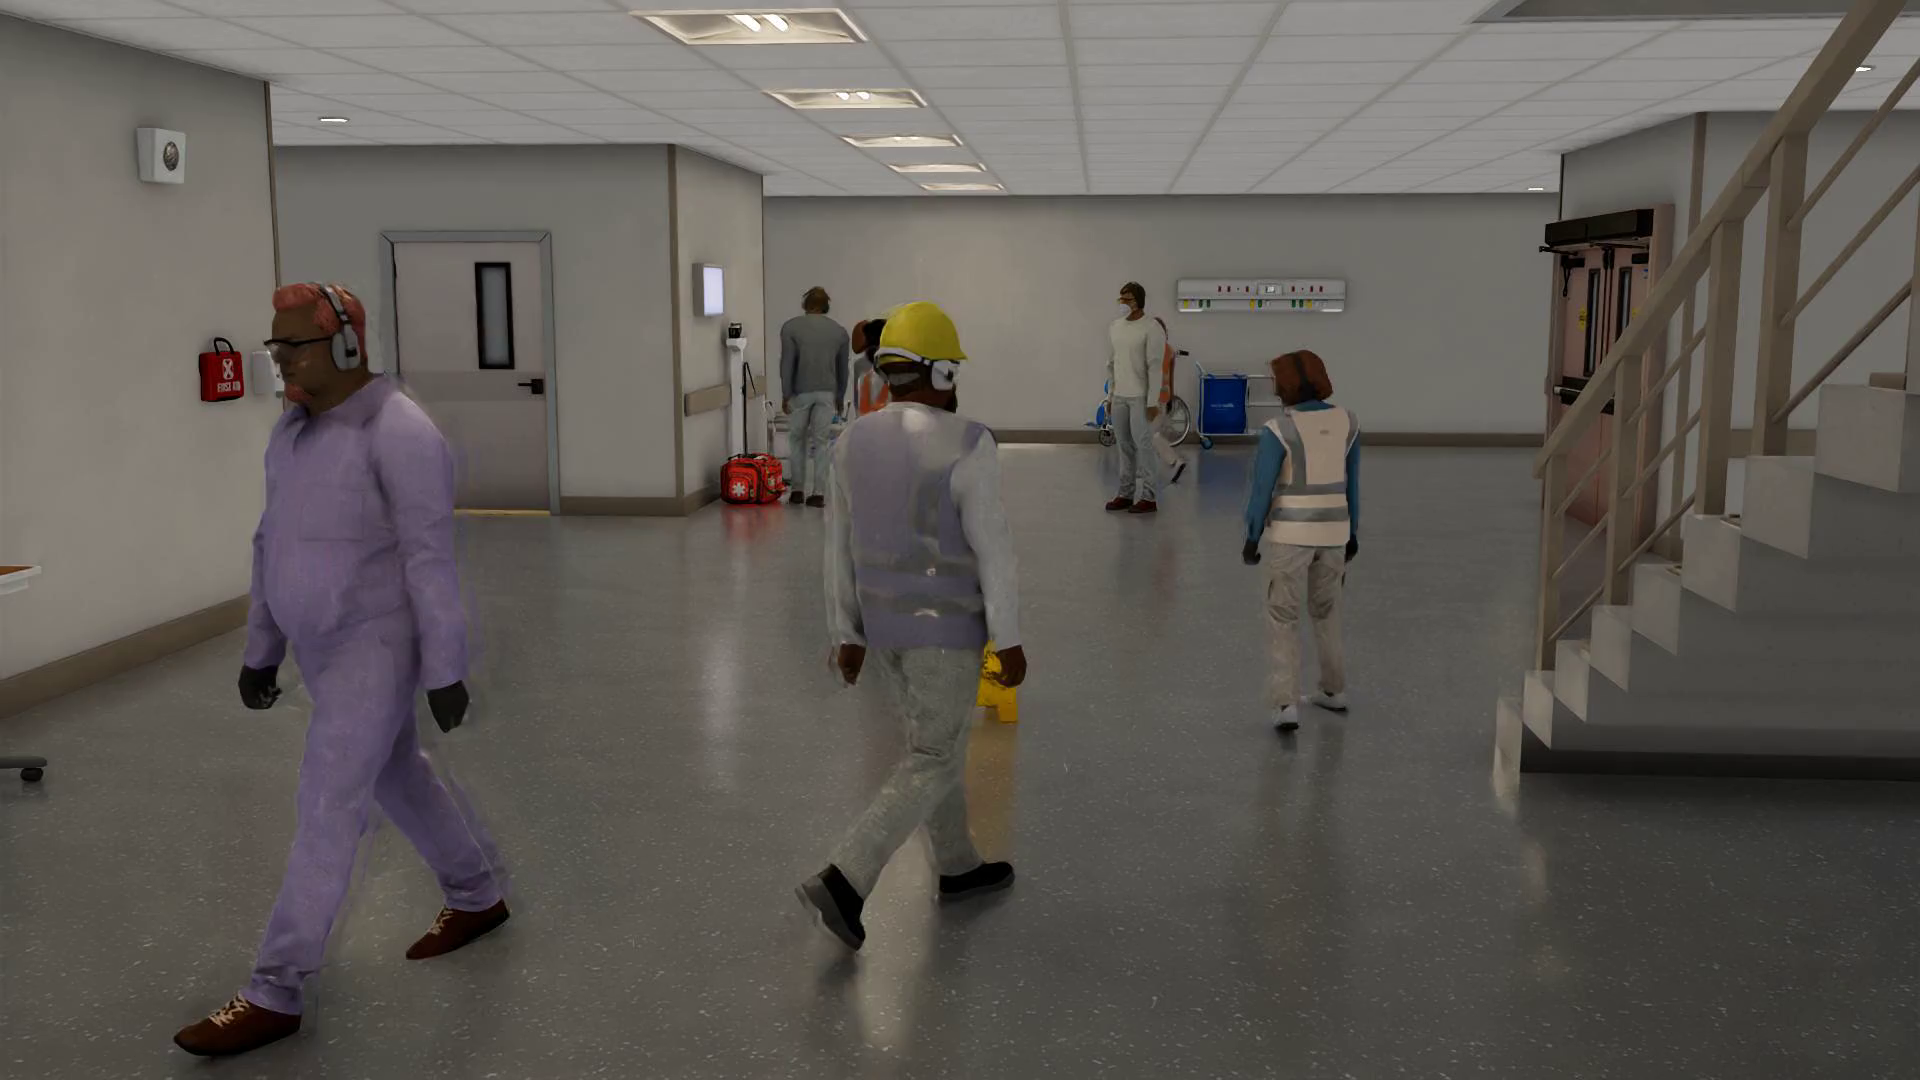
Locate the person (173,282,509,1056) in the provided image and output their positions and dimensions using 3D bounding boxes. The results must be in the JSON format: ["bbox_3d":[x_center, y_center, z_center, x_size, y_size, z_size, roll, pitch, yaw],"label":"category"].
[{"bbox_3d":[-1.571,0.276,4.250,0.654,1.850,1.015,7,11,41],"label":"person"}]

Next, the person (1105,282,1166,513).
[{"bbox_3d":[1.460,-1.186,13.925,0.367,1.932,0.622,-6,10,-34],"label":"person"}]

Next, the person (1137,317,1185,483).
[{"bbox_3d":[1.924,-1.368,16.220,0.522,1.610,0.762,-8,11,-42],"label":"person"}]

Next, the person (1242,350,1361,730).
[{"bbox_3d":[1.466,-0.003,7.011,0.550,1.600,0.513,-4,9,-24],"label":"person"}]

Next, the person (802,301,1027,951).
[{"bbox_3d":[-0.138,0.232,4.704,0.829,1.808,0.591,-8,11,-42],"label":"person"}]

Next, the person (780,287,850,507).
[{"bbox_3d":[-1.255,-1.238,14.408,0.653,1.882,0.721,-3,9,-20],"label":"person"}]
